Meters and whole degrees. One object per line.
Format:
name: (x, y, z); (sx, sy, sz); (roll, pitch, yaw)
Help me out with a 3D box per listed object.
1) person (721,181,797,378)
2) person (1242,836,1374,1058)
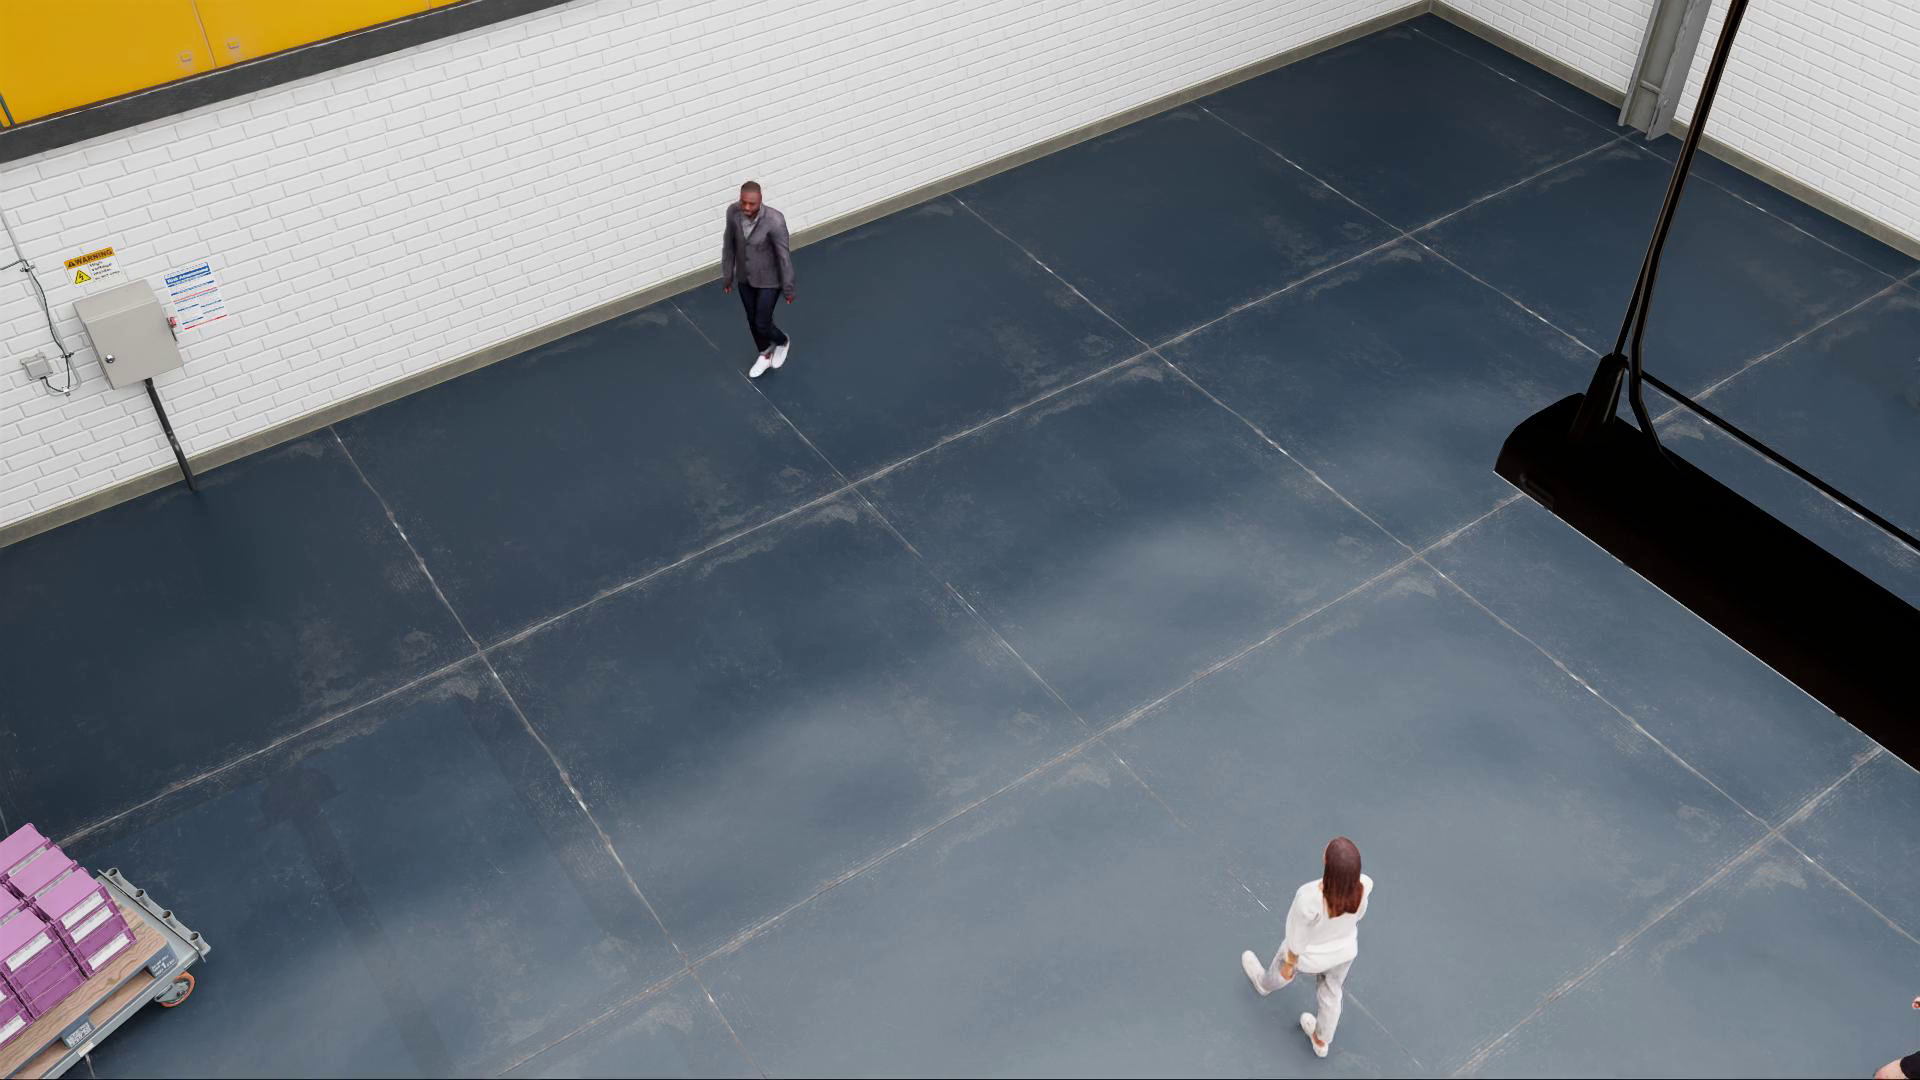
person: (-1.519, -2.094, 13.071); (0.766, 1.800, 0.898); (26, 50, 25)
person: (1.924, 2.174, 8.687); (0.772, 1.668, 0.987); (-15, 46, -15)
